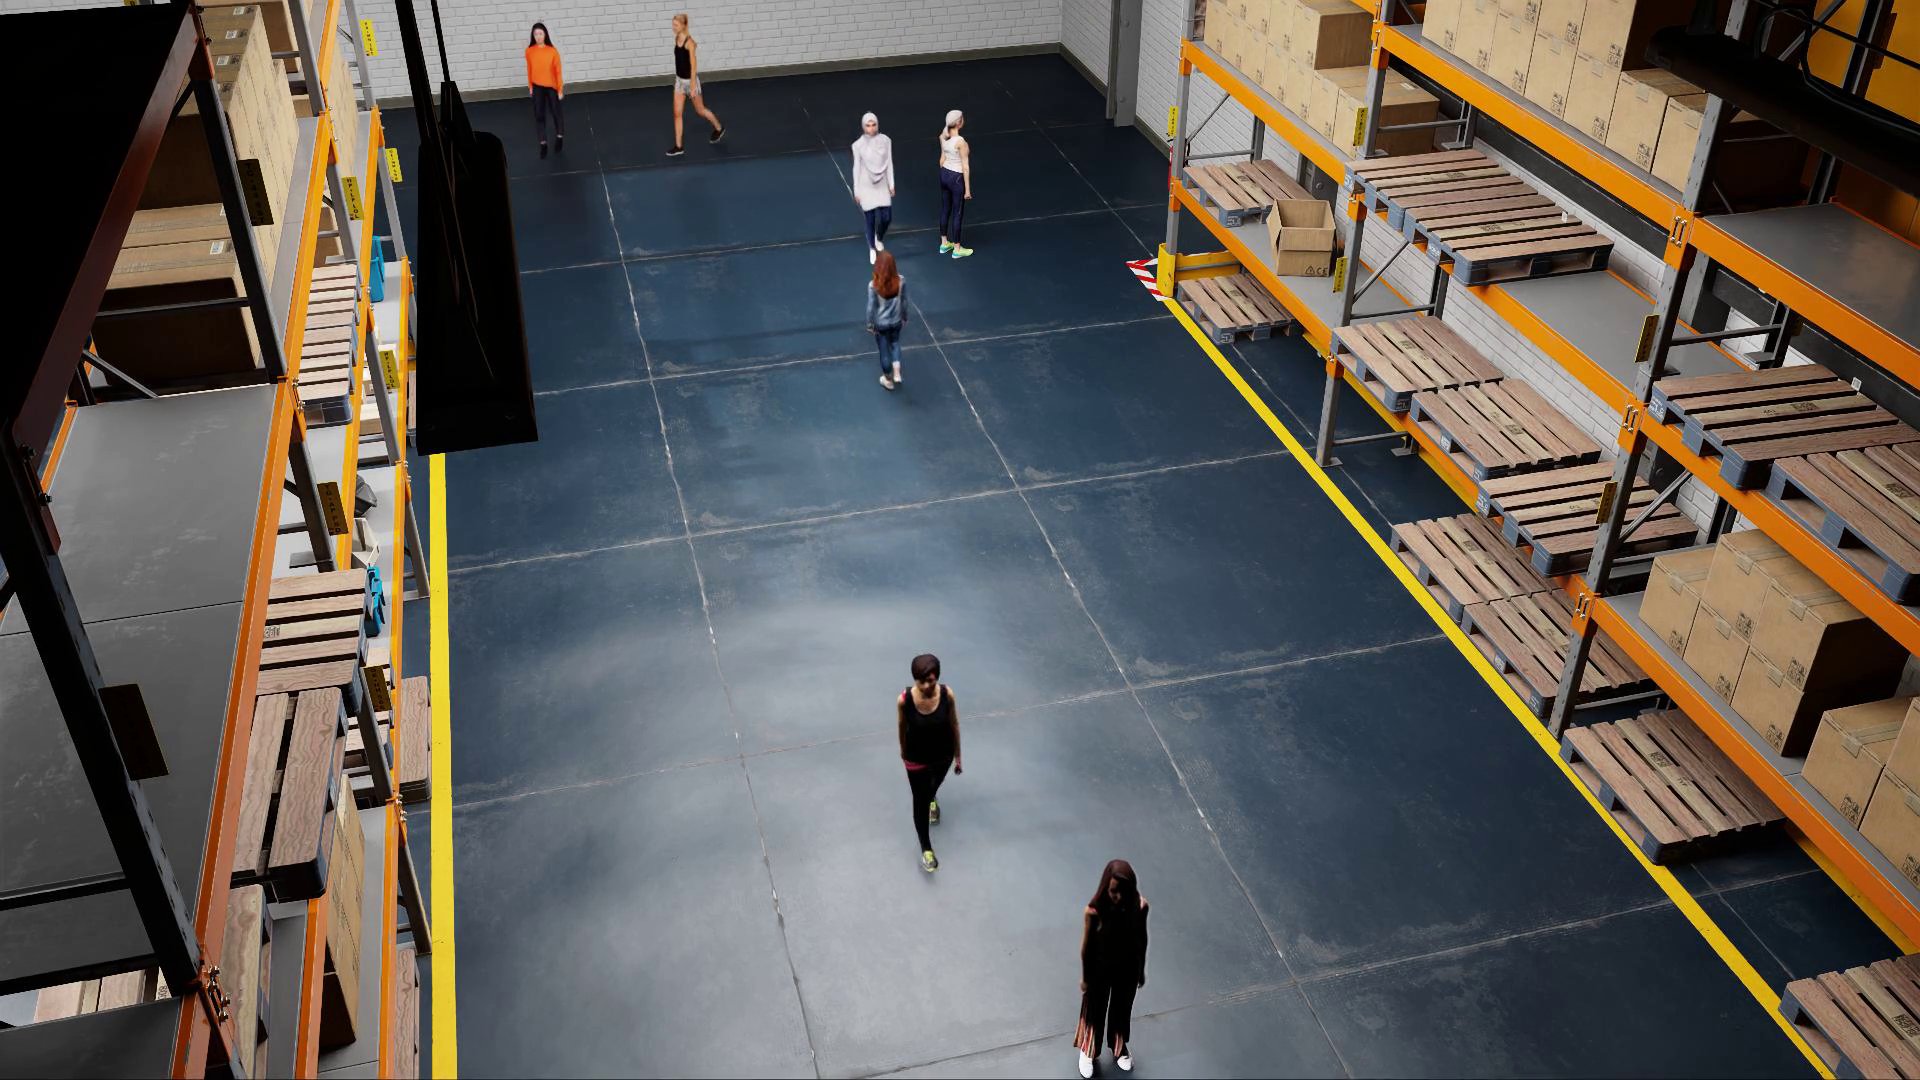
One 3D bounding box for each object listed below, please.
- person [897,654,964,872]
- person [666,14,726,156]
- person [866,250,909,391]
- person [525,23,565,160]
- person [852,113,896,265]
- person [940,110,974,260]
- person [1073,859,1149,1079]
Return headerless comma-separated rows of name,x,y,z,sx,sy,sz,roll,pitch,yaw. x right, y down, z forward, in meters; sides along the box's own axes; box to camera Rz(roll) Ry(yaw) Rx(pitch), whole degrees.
person,-0.205,1.352,11.046,0.544,1.511,1.009,-8,34,-11
person,-3.498,-6.027,21.885,1.054,1.801,1.204,-29,43,-36
person,-0.681,-2.123,16.310,0.621,1.472,0.595,-14,36,-20
person,-5.404,-5.933,21.809,0.796,1.730,0.933,1,34,2
person,-0.992,-4.015,18.892,0.628,1.765,0.585,-9,35,-13
person,-0.080,-4.091,19.061,0.746,1.703,0.620,-26,42,-34
person,0.860,2.401,9.421,0.556,1.563,0.530,-6,34,-9
